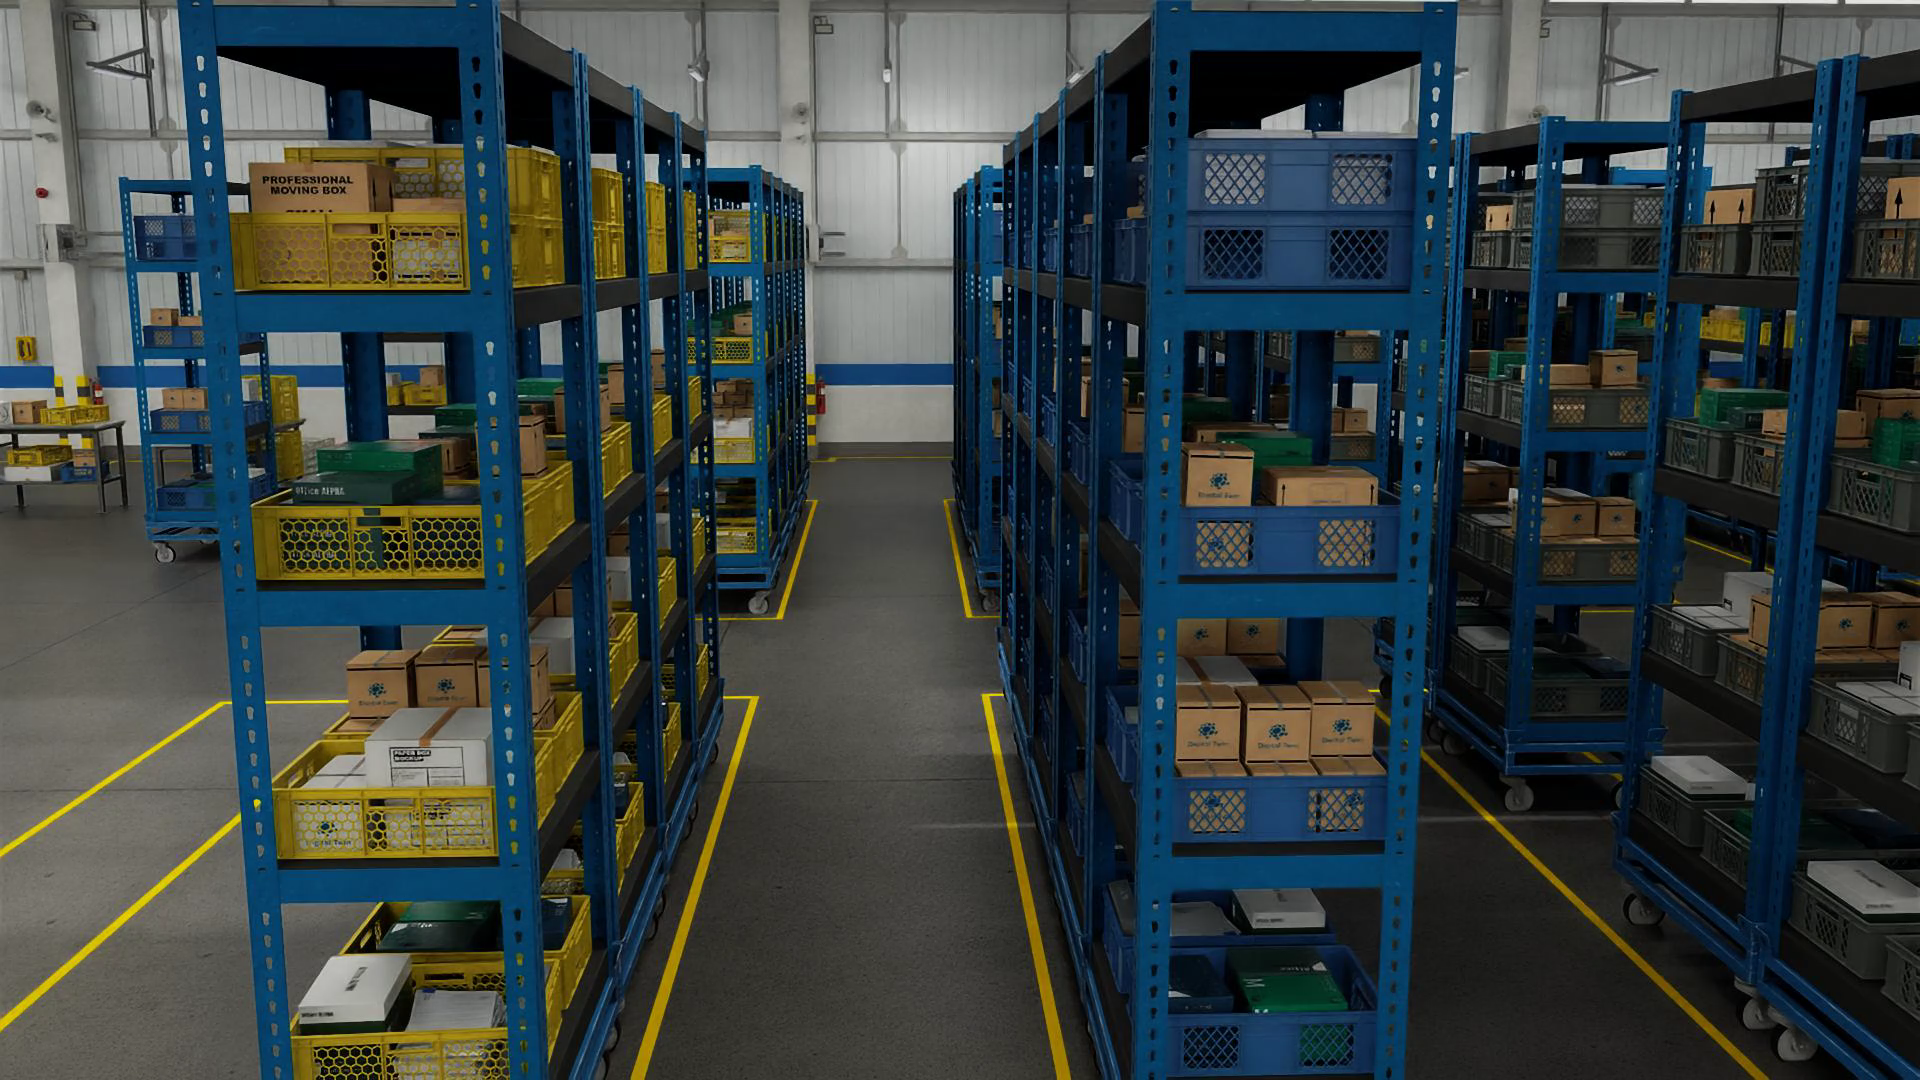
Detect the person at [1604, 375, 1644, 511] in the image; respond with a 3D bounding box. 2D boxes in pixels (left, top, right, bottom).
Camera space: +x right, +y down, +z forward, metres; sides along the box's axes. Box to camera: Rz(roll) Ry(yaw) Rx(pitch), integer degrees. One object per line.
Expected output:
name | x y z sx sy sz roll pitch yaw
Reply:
person | 6.799 -0.907 17.051 0.565 1.791 0.982 -1 10 -5
